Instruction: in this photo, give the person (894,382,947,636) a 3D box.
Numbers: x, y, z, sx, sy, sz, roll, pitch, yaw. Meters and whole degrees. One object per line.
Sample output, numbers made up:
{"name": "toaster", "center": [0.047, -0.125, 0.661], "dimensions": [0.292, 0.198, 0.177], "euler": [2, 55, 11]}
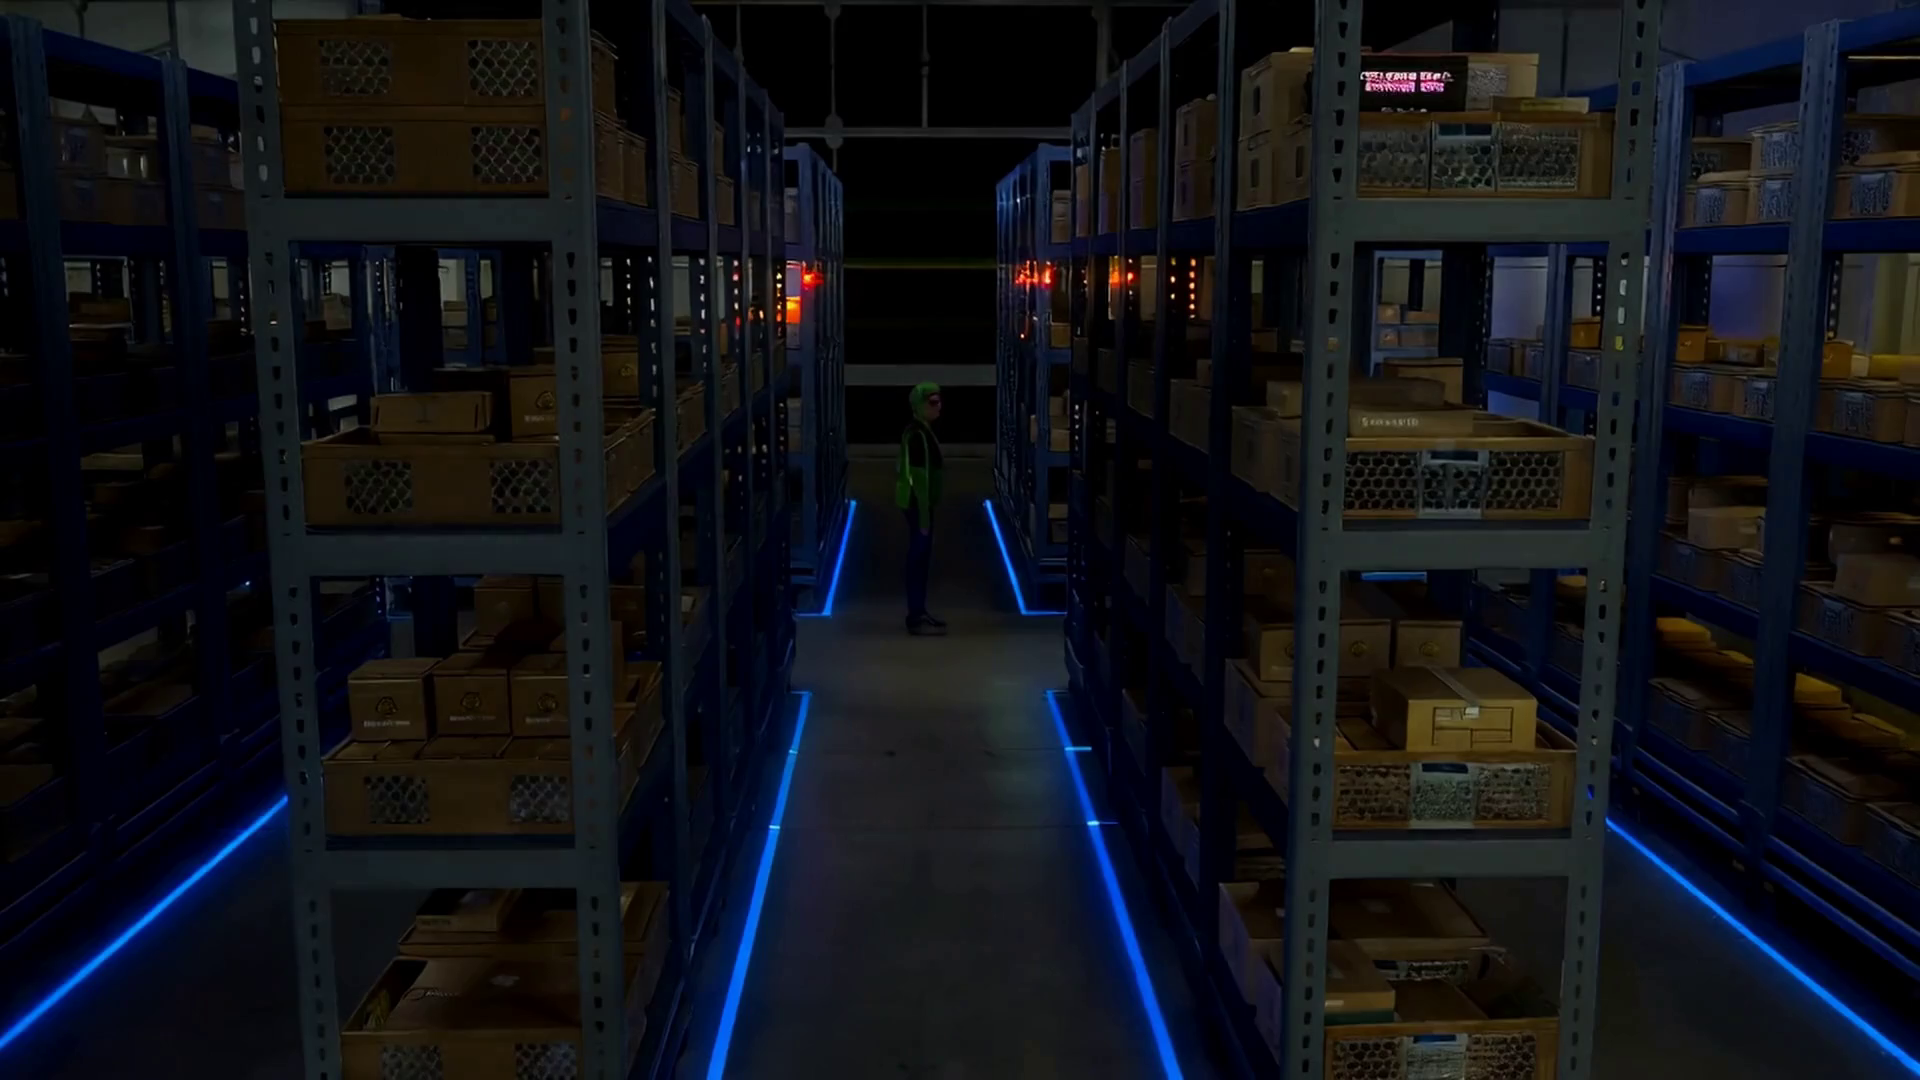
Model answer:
{"name": "person", "center": [-0.289, -0.230, 12.180], "dimensions": [0.390, 1.847, 0.566], "euler": [0, 9, 0]}
